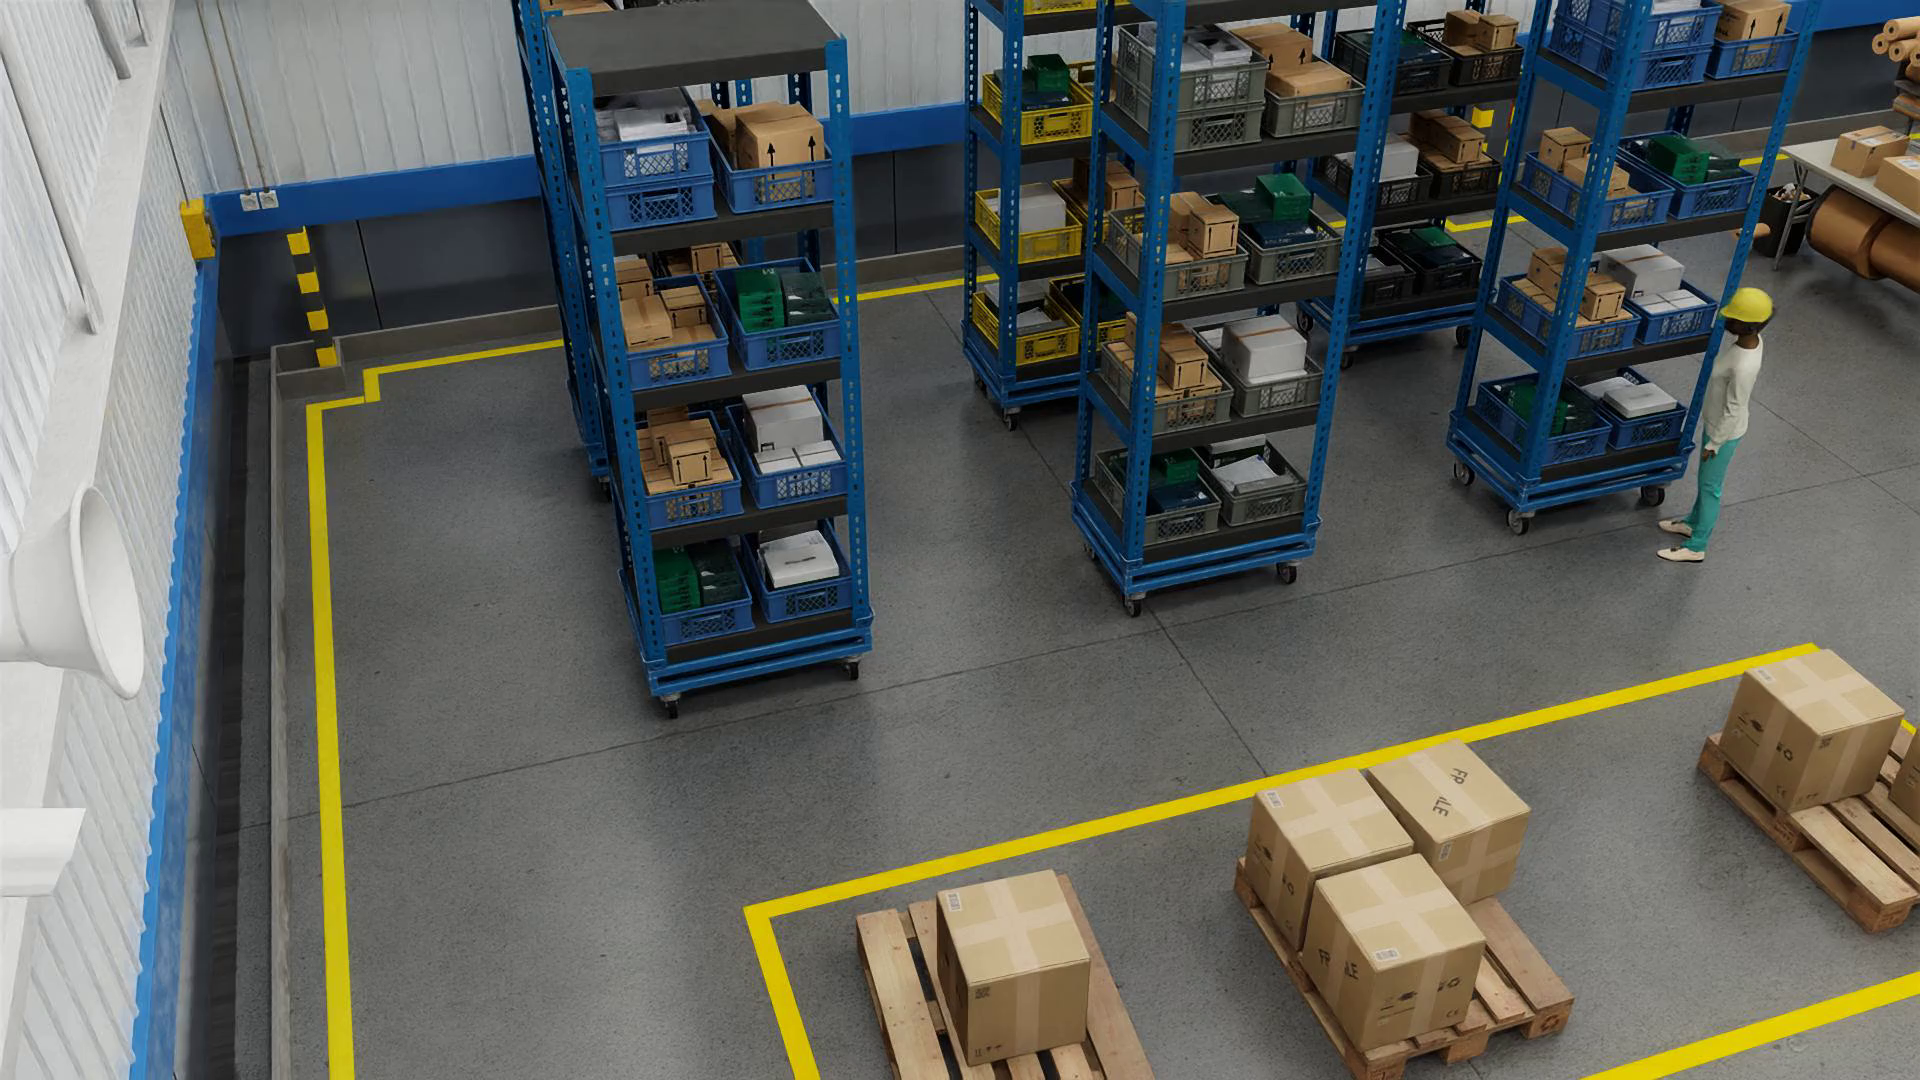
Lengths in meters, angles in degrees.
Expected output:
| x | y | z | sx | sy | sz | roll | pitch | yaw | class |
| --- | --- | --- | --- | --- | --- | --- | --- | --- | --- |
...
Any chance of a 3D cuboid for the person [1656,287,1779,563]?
| x | y | z | sx | sy | sz | roll | pitch | yaw | class |
| --- | --- | --- | --- | --- | --- | --- | --- | --- | --- |
| 4.415 | -0.667 | 9.700 | 0.314 | 1.769 | 0.523 | 14 | 37 | 19 | person |
